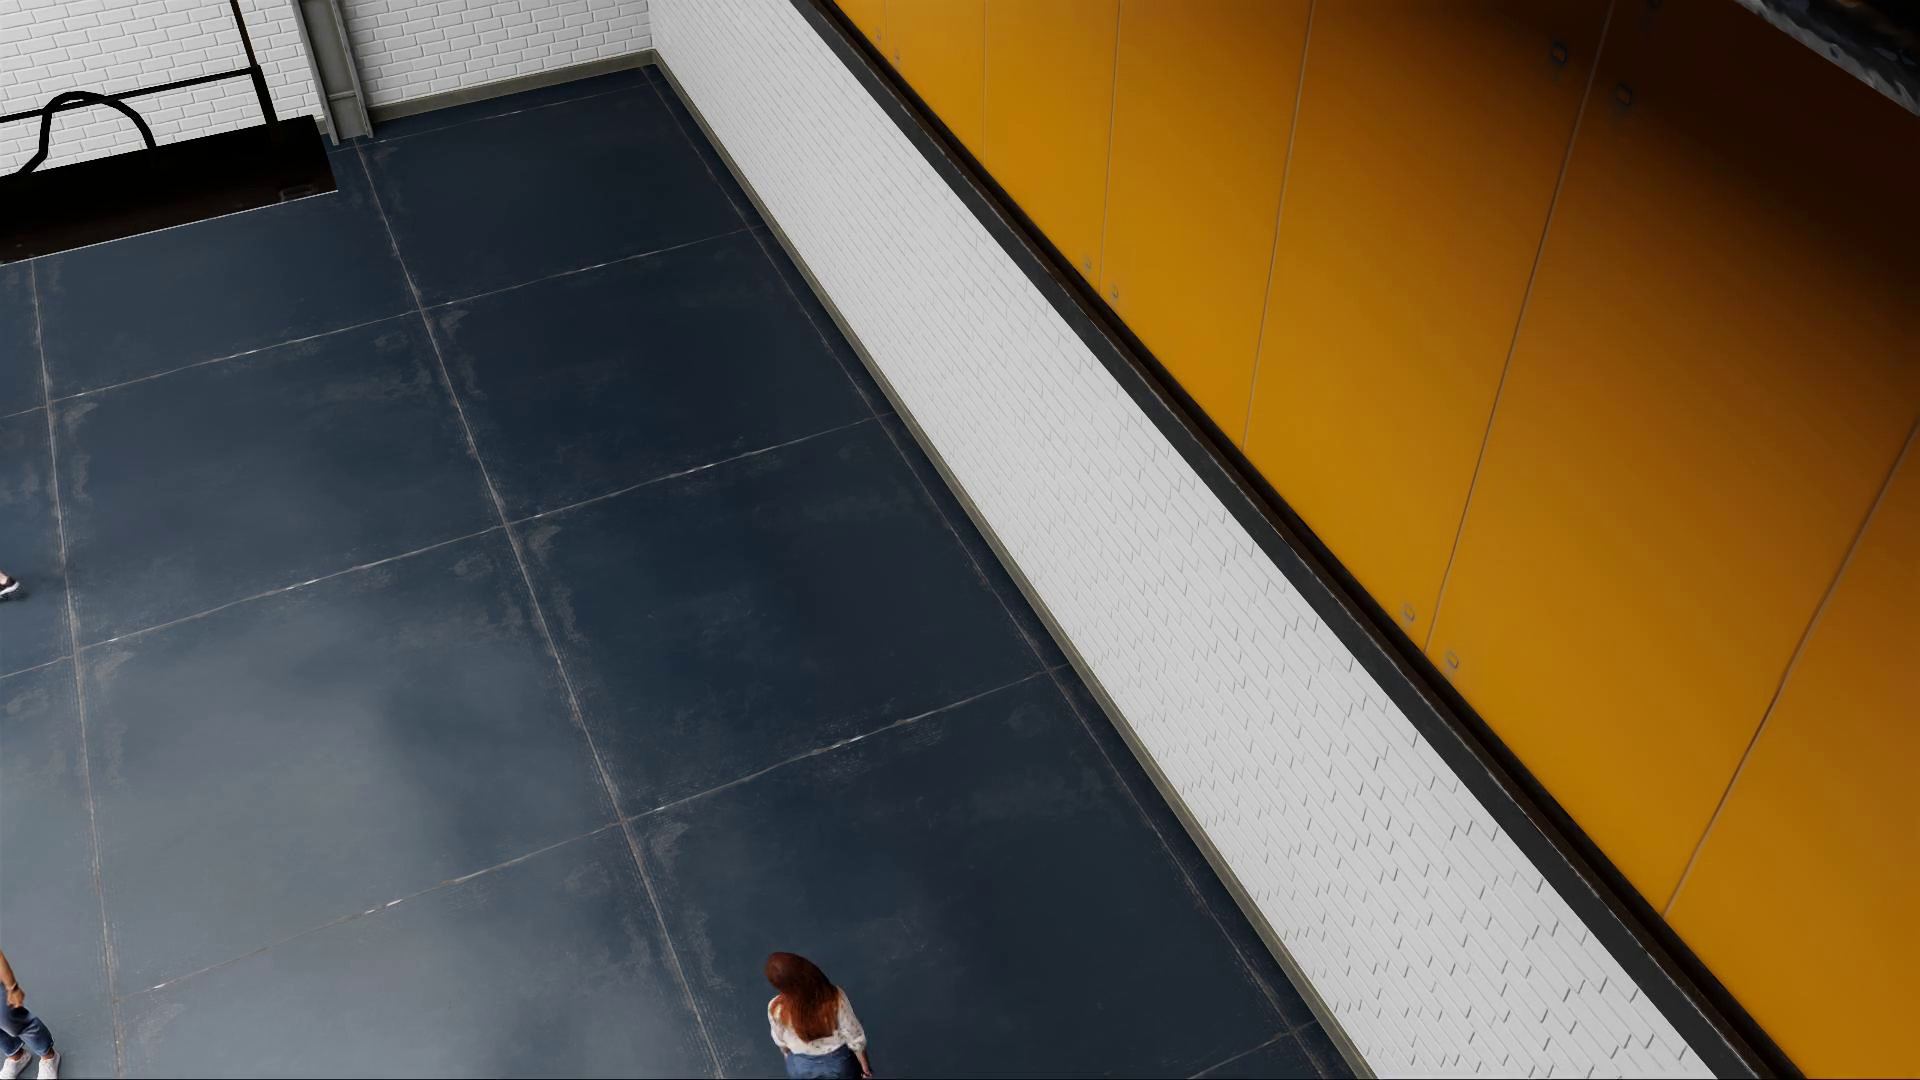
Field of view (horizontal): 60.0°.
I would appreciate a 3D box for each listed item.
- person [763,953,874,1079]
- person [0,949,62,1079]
[{"bbox_3d":[-0.625,2.610,8.286,0.668,1.698,0.869,9,44,9],"label":"person"},{"bbox_3d":[-5.088,2.312,8.581,0.629,1.723,0.765,1,44,1],"label":"person"}]
